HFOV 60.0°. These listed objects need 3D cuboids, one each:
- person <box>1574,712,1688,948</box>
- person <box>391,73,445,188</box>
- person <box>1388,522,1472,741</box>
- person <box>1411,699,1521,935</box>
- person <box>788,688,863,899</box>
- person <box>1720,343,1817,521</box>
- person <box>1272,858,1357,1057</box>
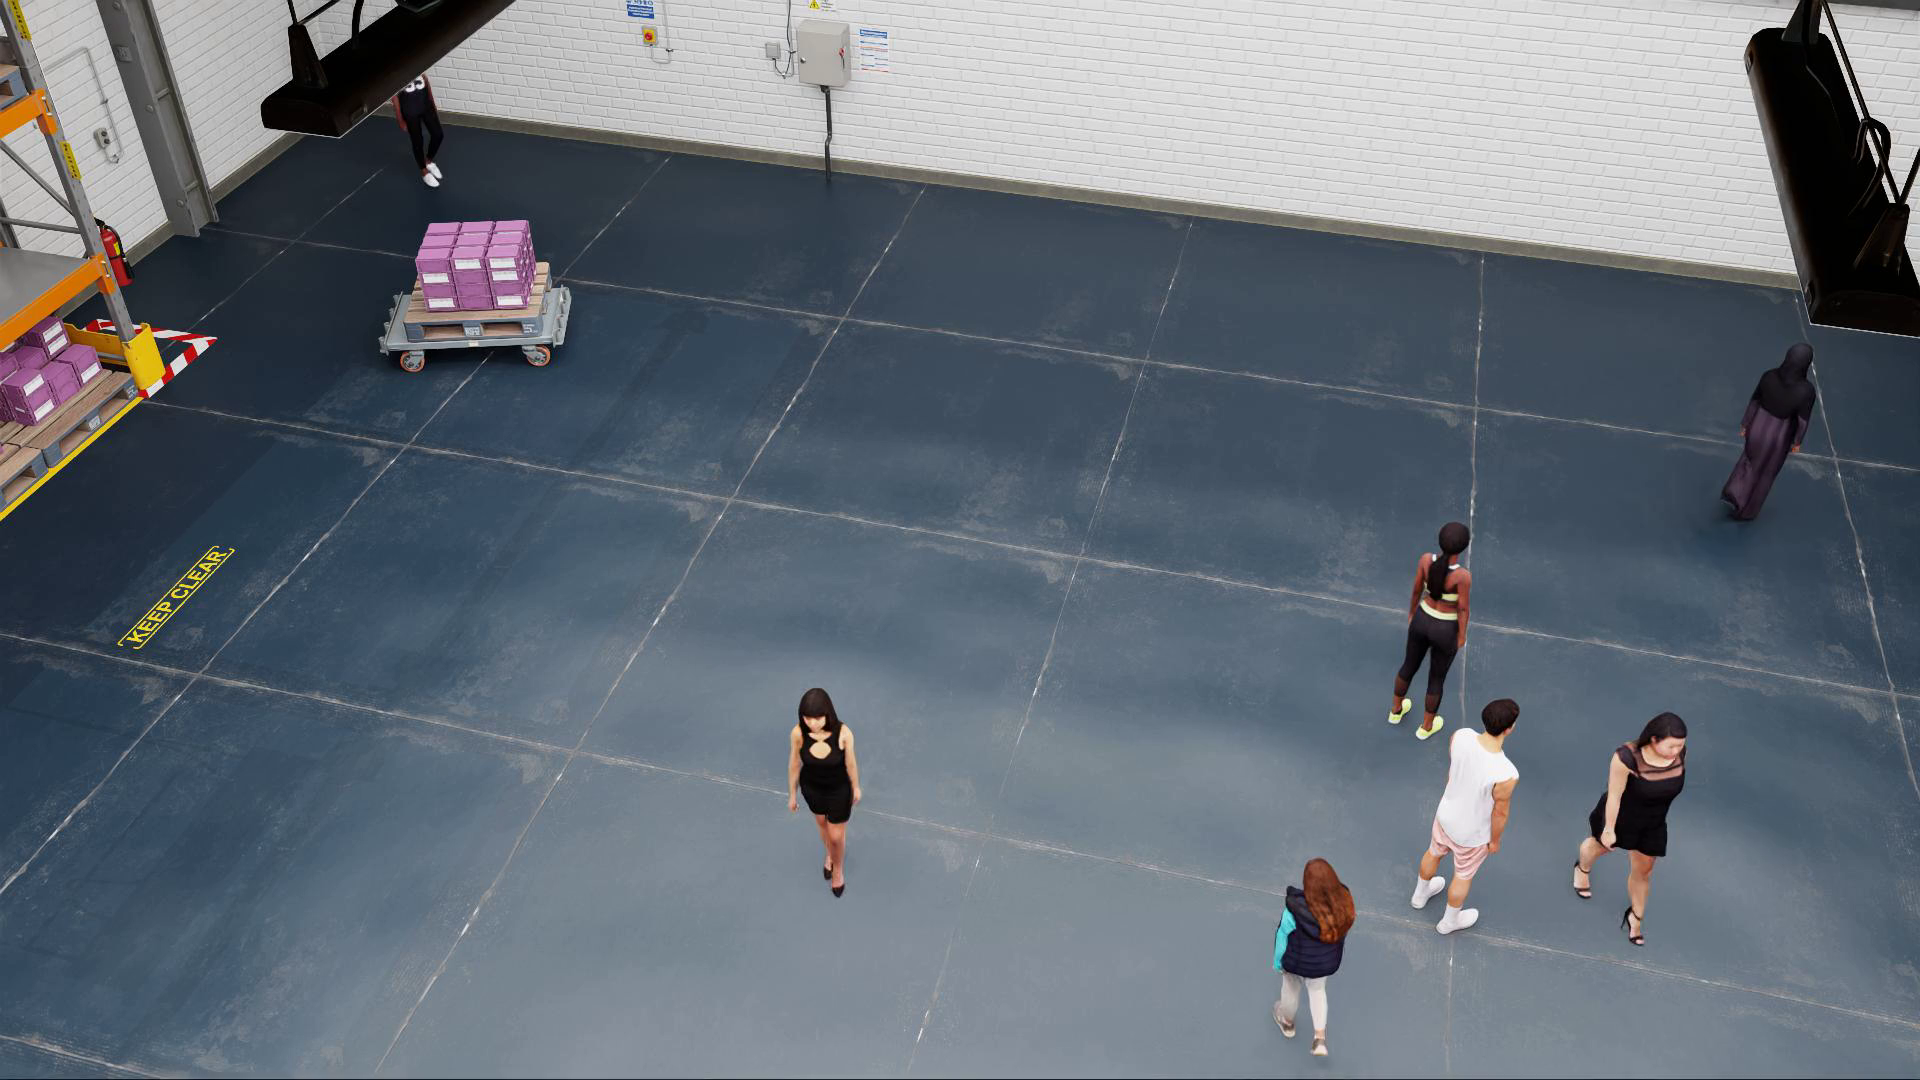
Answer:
[{"bbox_3d":[3.984,1.609,10.036,0.860,1.692,0.996,-5,39,-6],"label":"person"},{"bbox_3d":[-5.880,-4.635,17.833,0.826,1.718,0.740,31,48,33],"label":"person"},{"bbox_3d":[3.184,0.612,11.237,0.665,1.751,0.647,-31,48,-33],"label":"person"},{"bbox_3d":[3.014,1.646,9.918,0.773,1.782,0.712,-20,43,-23],"label":"person"},{"bbox_3d":[-0.812,1.474,10.252,0.625,1.633,0.637,4,39,5],"label":"person"},{"bbox_3d":[6.375,-0.833,13.161,0.877,1.608,0.807,-27,46,-29],"label":"person"},{"bbox_3d":[1.973,2.354,9.263,0.743,1.493,0.856,-7,39,-8],"label":"person"}]
